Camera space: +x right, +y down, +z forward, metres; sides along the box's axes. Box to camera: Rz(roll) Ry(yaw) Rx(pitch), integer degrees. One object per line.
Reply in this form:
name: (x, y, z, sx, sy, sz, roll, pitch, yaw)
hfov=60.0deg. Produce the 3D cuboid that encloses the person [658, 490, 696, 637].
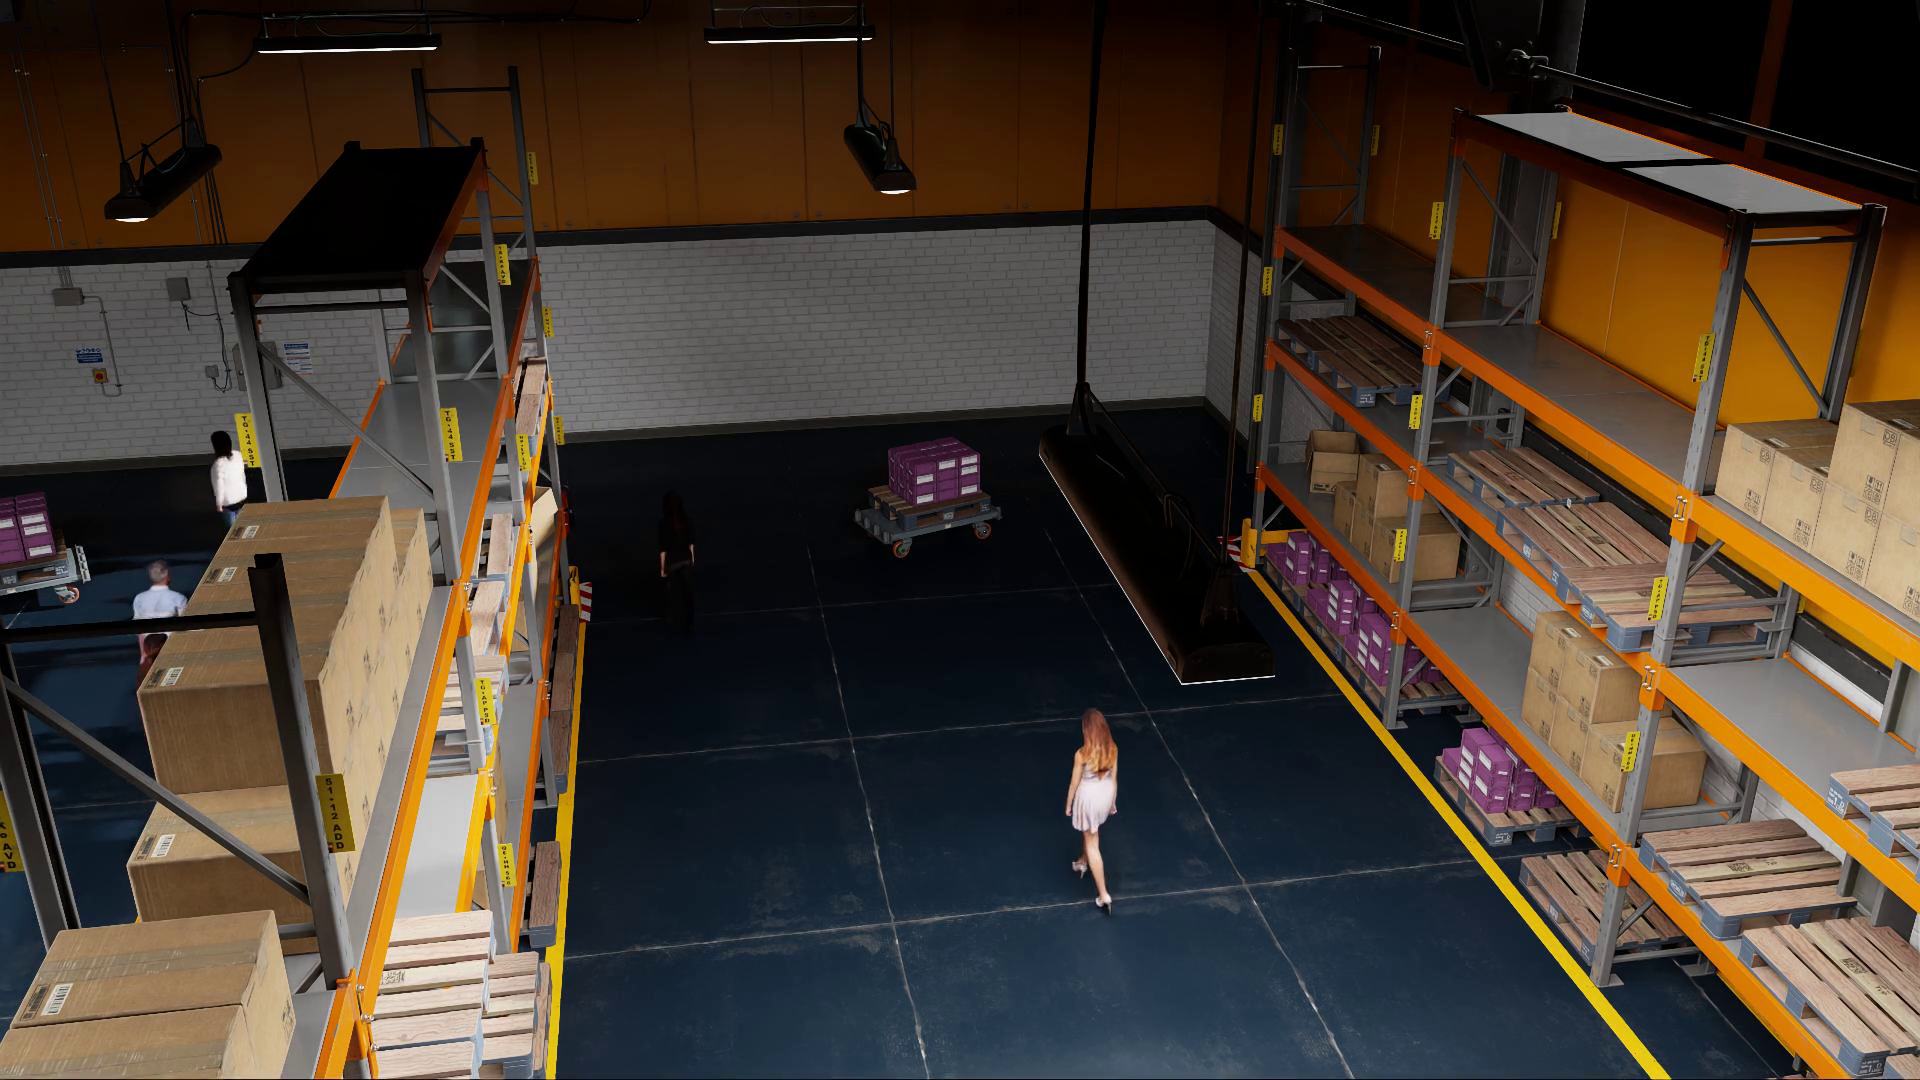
person: (-3.031, 0.284, 18.027, 0.769, 1.612, 0.967, -12, 26, -26)

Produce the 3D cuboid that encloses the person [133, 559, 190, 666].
person: (-7.607, 1.097, 15.932, 0.822, 1.801, 0.978, 1, 24, 2)

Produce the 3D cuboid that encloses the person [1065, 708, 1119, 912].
person: (1.107, 2.214, 13.459, 0.714, 1.734, 1.008, -10, 25, -21)

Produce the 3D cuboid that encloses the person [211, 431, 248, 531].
person: (-8.633, -0.523, 19.856, 0.833, 1.626, 0.811, 4, 24, 9)

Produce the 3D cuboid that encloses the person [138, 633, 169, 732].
person: (-7.083, 1.656, 14.778, 0.778, 1.701, 0.967, 4, 24, 9)
